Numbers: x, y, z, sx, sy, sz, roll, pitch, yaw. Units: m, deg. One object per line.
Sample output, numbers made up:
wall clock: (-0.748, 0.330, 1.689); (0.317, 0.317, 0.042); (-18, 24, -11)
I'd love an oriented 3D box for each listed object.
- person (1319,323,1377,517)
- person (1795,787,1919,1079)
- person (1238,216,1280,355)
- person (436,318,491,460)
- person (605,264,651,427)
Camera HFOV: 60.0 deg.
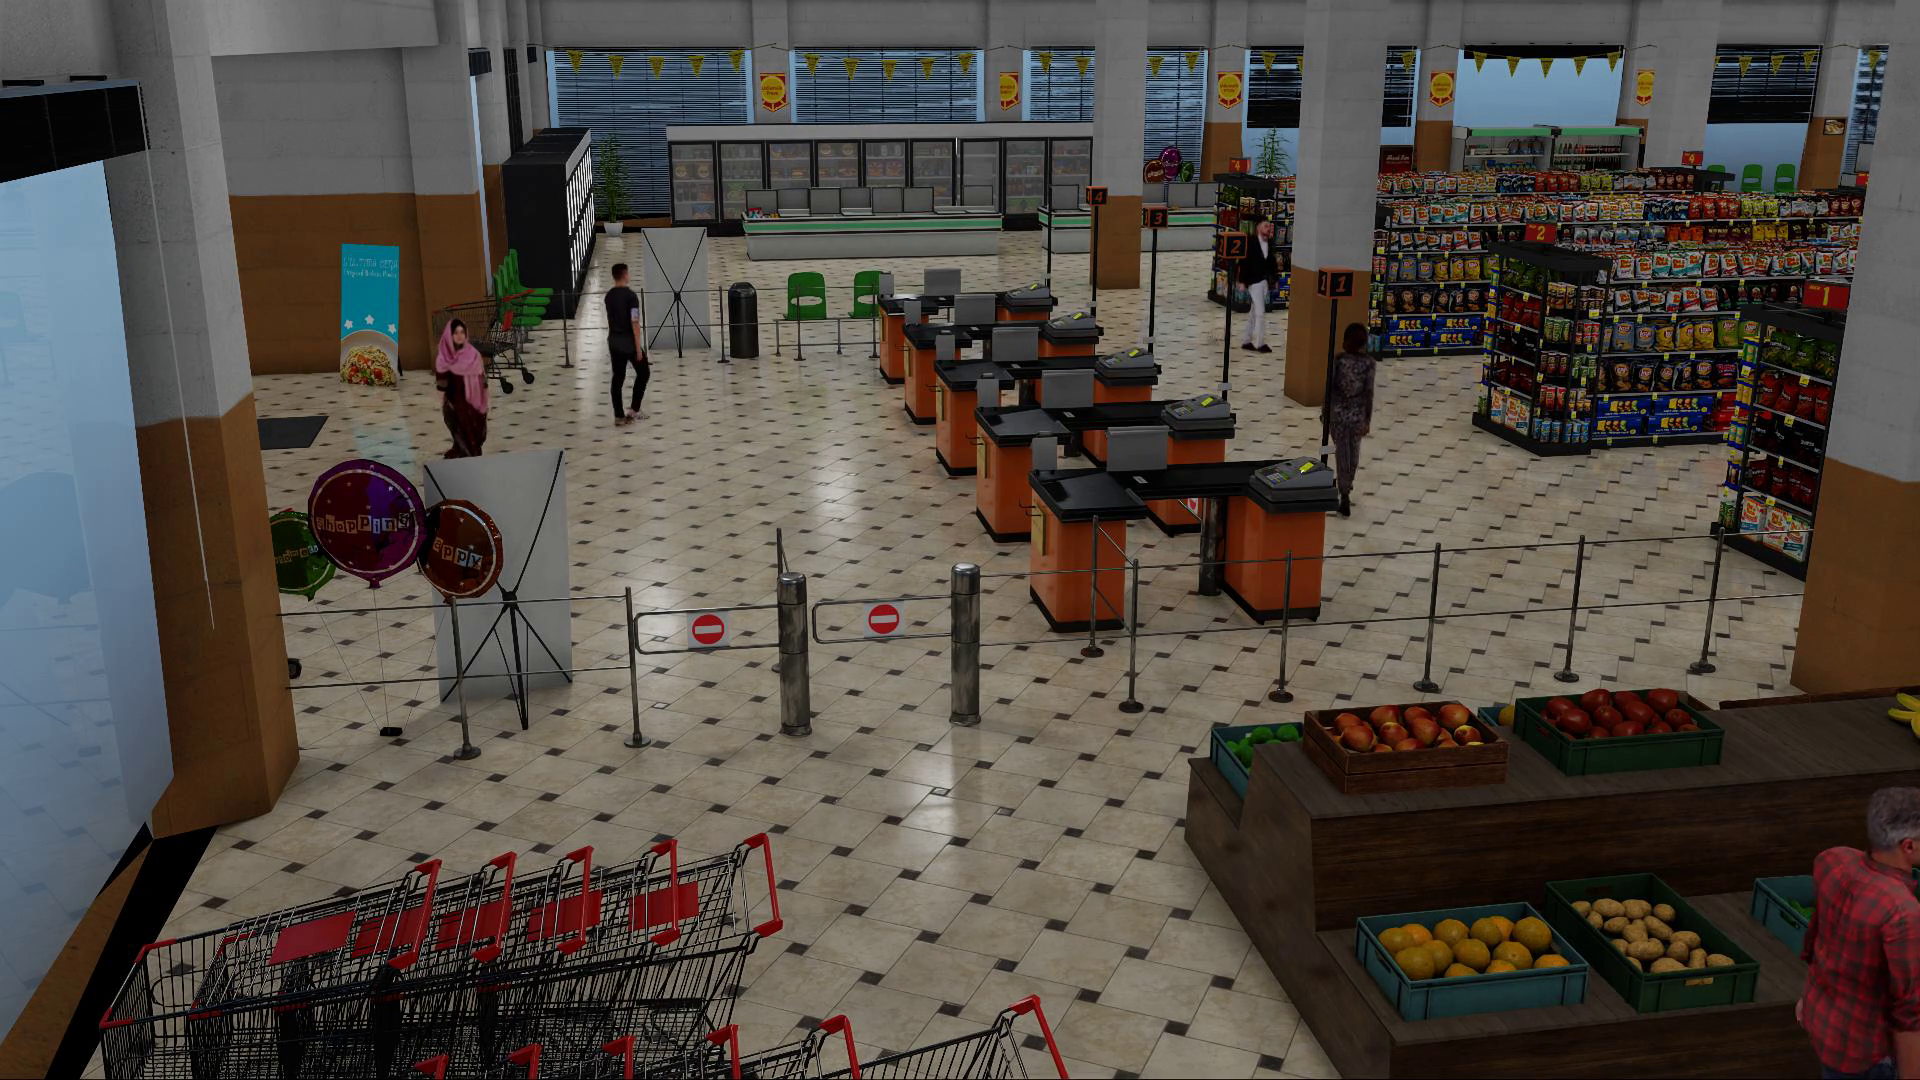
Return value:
person: (3.433, -1.037, 14.687); (1.022, 1.682, 0.807); (1, 17, 2)
person: (2.912, 1.657, 5.580); (0.717, 1.818, 0.767); (0, 17, 2)
person: (3.938, -3.432, 22.330); (0.972, 1.824, 0.956); (-11, 20, -31)
person: (-4.666, -1.265, 15.569); (1.050, 1.606, 1.022); (-16, 23, -42)
person: (-3.698, -2.093, 18.050); (0.793, 1.749, 0.856); (11, 20, 31)
